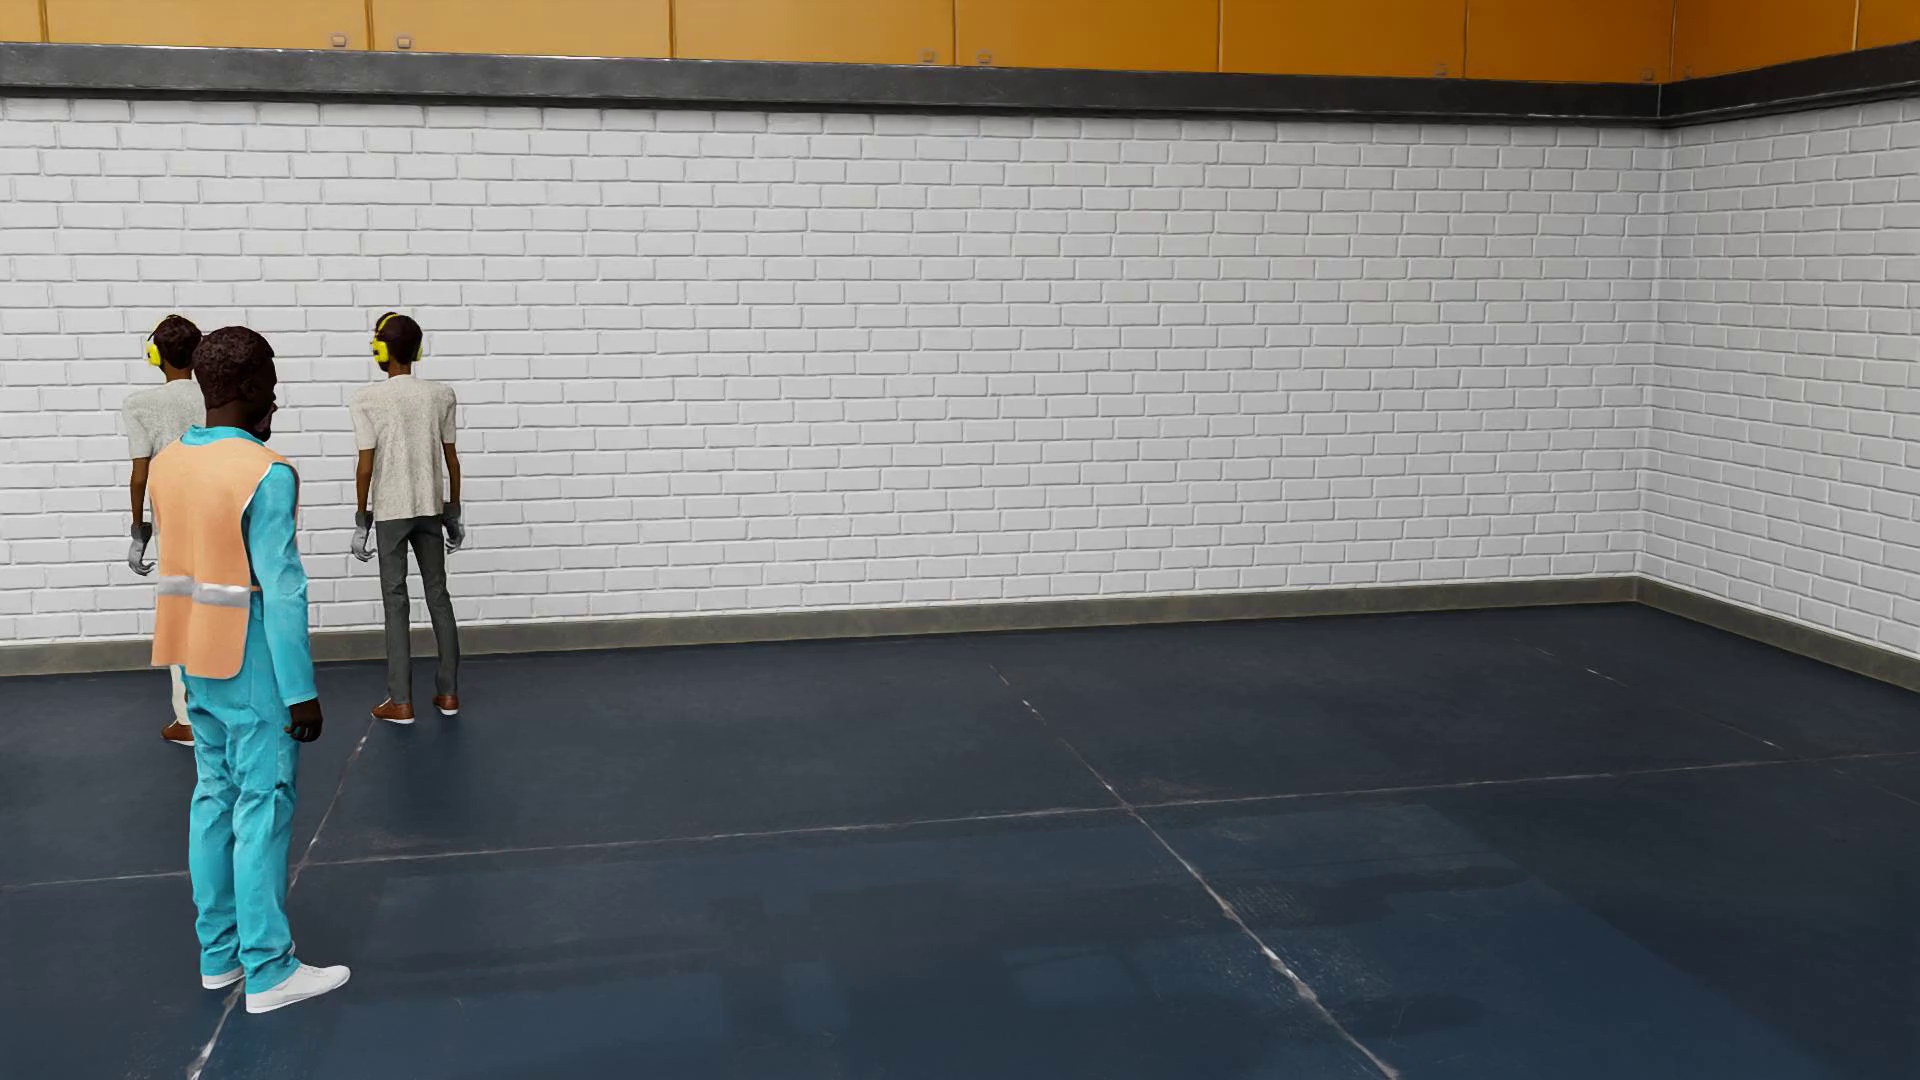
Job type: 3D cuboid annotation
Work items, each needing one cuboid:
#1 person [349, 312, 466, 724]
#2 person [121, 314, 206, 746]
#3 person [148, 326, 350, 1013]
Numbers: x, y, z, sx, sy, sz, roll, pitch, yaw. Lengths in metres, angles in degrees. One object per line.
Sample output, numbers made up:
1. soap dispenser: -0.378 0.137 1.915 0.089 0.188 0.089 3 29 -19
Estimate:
1. person: -2.527 -0.099 7.601 0.532 1.870 0.319 -8 12 -41
2. person: -3.352 -0.041 7.250 0.526 1.869 0.315 -8 12 -40
3. person: -2.023 0.365 4.662 0.587 1.911 0.397 7 11 35
